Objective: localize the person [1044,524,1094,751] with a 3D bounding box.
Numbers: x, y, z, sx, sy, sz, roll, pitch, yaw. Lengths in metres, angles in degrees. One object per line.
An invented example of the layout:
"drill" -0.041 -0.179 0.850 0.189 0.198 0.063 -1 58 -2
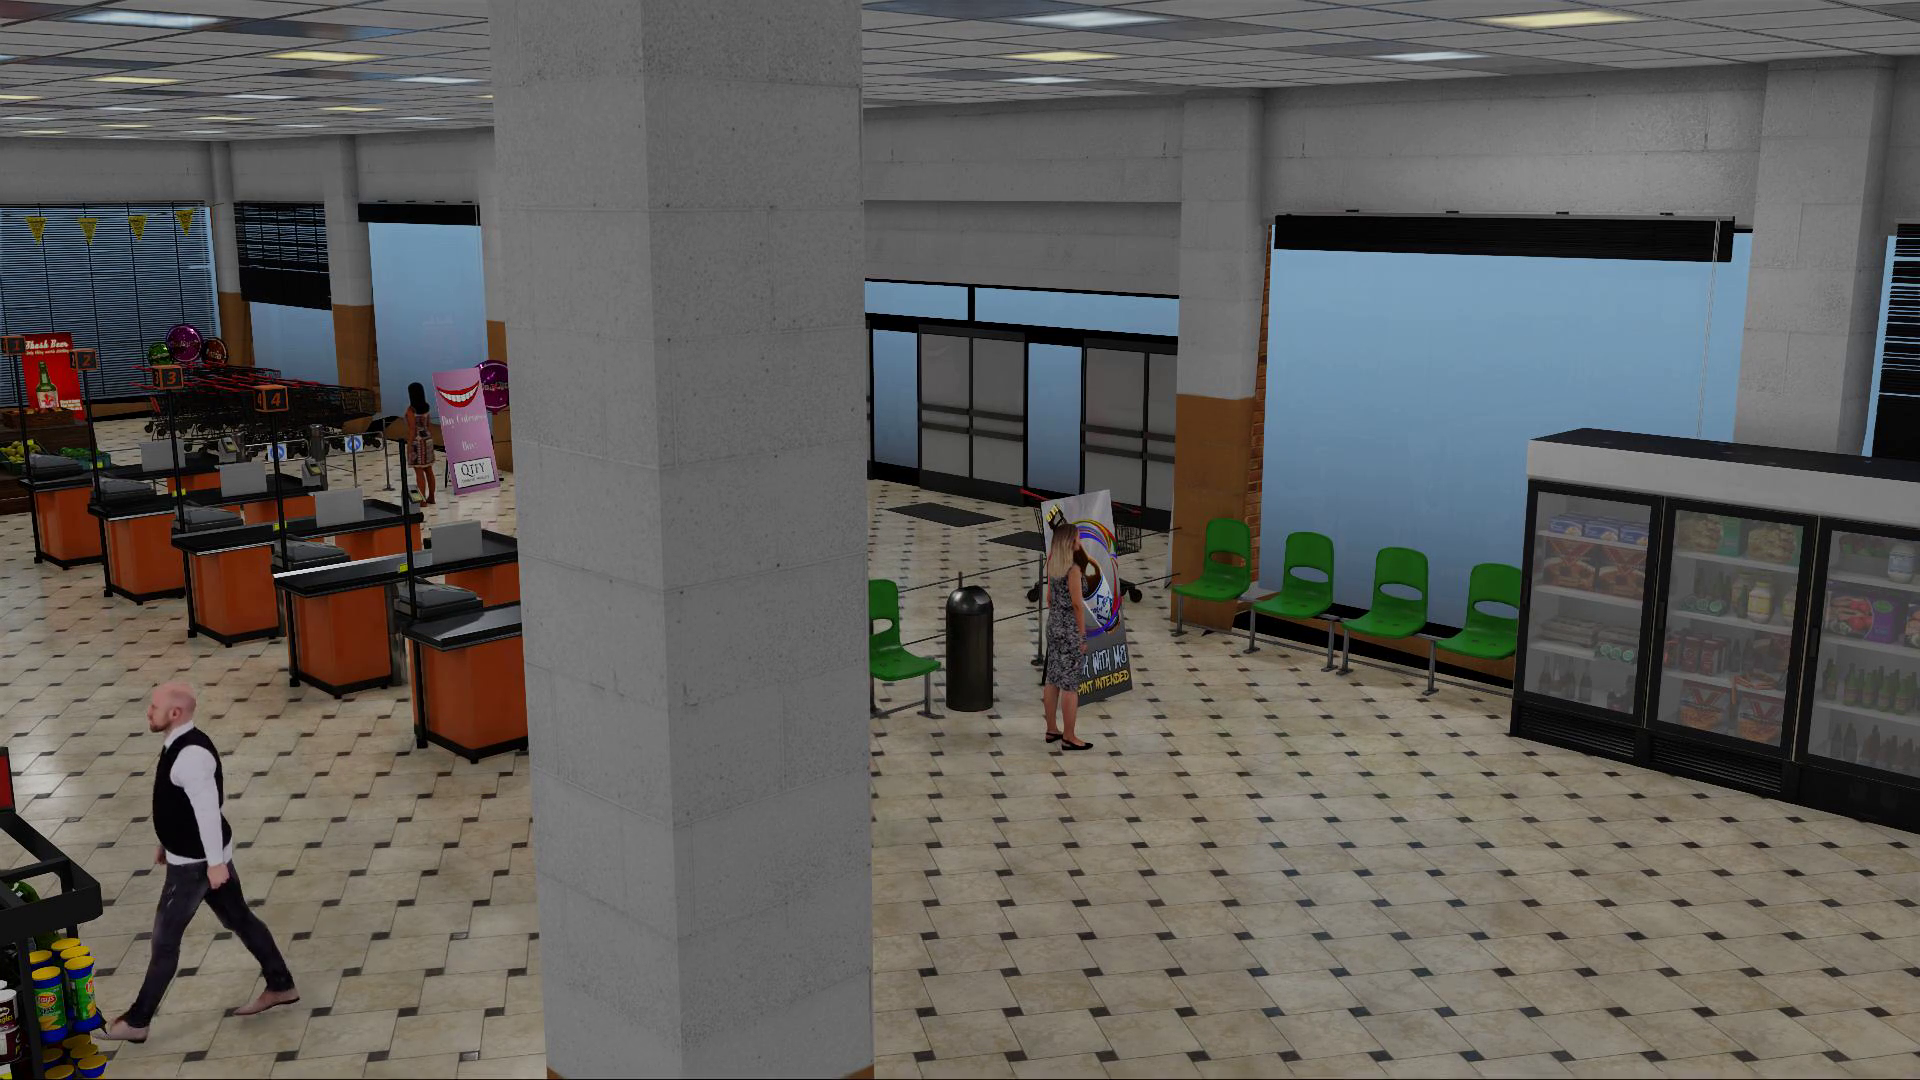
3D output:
"person" 0.775 0.713 12.425 0.580 1.706 0.614 -7 14 -29

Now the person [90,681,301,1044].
"person" -3.644 1.577 8.163 1.301 1.772 0.948 -6 13 -27

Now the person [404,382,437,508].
"person" -7.135 -1.270 21.990 0.784 1.645 0.633 4 13 19
